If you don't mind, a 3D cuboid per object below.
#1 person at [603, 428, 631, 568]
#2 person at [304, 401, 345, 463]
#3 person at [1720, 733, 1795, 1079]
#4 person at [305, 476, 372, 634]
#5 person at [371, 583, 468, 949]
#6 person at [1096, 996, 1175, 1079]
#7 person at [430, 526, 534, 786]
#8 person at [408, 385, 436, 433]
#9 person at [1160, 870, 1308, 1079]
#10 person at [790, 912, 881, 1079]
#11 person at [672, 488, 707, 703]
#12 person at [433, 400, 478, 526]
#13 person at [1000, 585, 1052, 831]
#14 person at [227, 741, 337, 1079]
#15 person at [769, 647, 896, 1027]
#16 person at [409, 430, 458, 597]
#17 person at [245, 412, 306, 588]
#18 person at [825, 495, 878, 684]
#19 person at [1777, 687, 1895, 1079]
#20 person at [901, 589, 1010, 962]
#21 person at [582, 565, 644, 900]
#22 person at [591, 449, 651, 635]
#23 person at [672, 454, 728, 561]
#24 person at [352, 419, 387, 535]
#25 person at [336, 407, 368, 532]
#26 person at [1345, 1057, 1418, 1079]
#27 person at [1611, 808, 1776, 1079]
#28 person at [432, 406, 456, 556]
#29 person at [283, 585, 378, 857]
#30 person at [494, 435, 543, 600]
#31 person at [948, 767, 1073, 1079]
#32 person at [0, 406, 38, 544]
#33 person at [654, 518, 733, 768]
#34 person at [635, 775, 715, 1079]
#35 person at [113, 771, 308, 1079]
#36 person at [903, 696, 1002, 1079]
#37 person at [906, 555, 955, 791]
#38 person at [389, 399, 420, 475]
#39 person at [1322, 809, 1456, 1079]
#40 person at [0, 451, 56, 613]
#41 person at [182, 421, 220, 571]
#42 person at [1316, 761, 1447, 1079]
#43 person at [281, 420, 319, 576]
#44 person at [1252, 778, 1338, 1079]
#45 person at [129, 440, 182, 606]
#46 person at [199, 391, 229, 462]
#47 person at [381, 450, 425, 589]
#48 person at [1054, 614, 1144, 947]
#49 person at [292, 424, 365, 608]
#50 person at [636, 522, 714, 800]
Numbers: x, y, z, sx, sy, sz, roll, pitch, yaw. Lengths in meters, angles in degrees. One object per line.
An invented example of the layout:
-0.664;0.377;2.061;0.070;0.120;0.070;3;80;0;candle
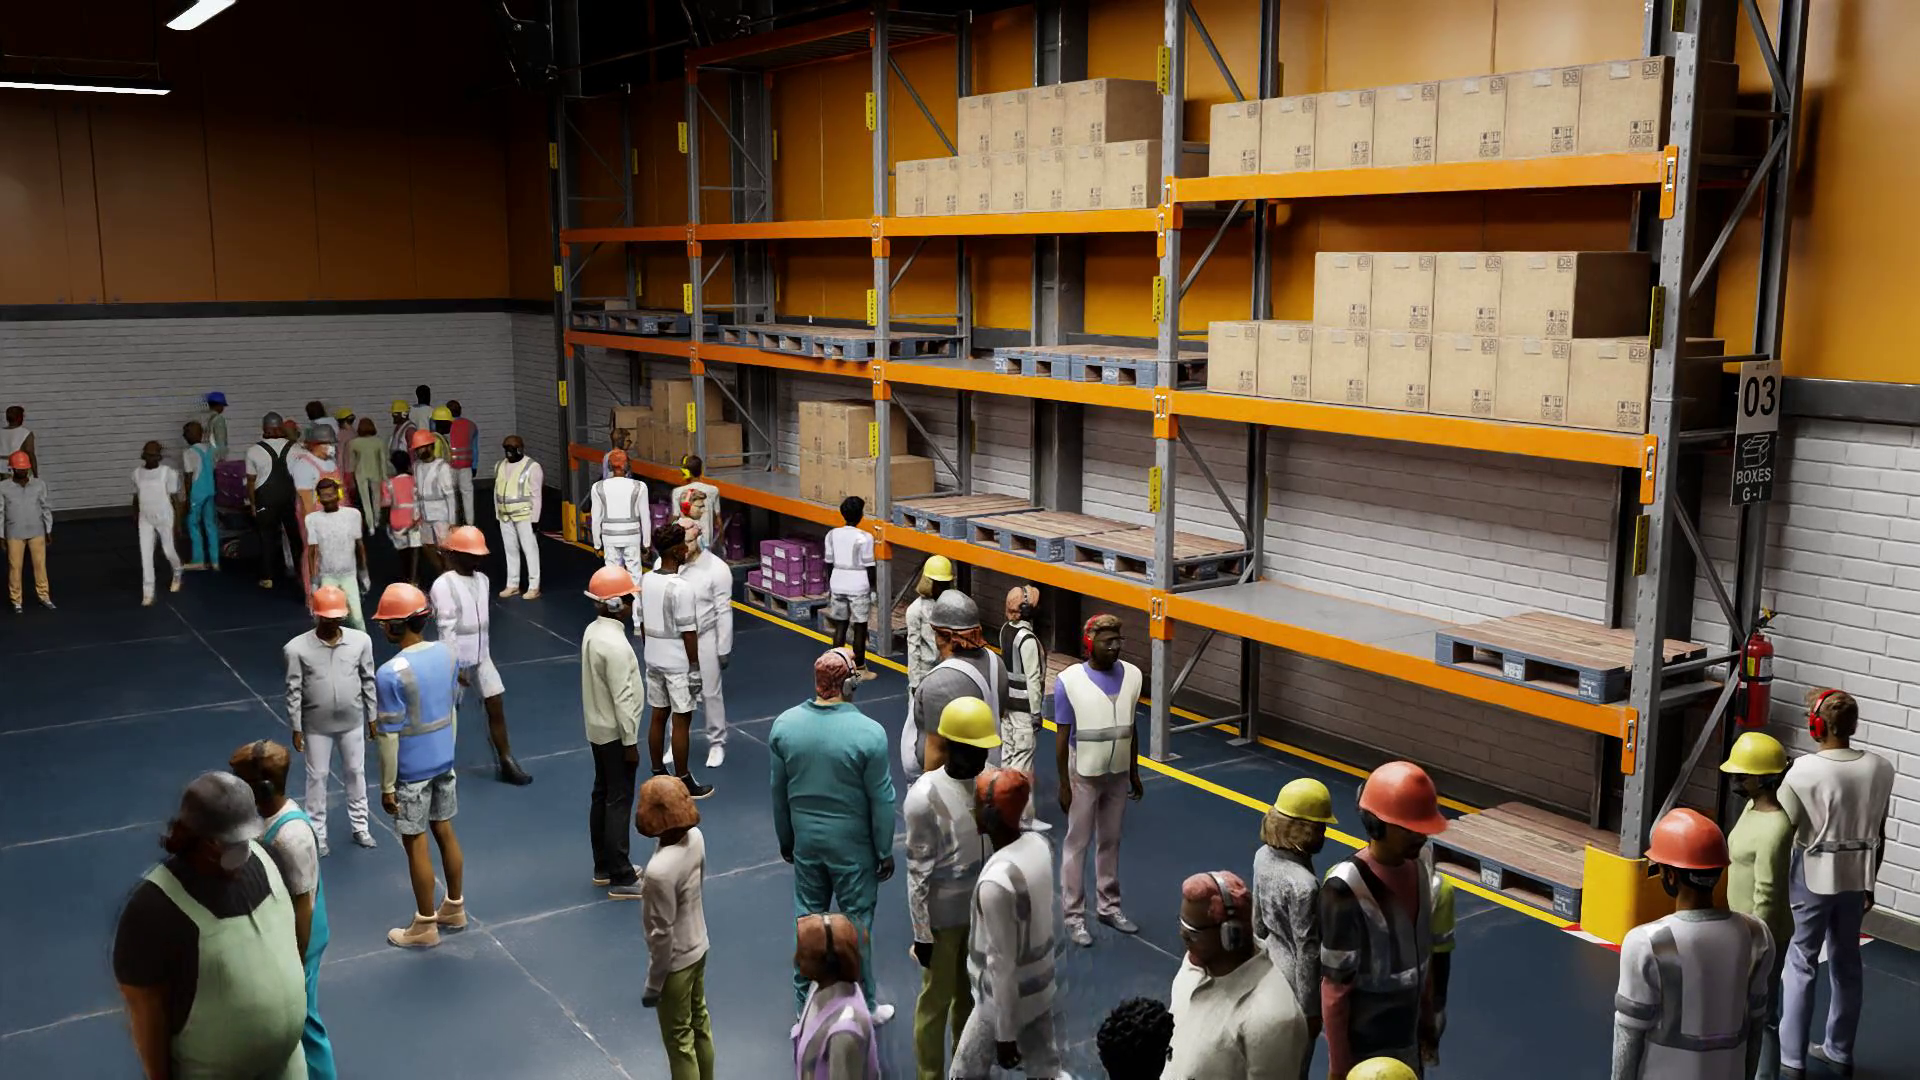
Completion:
-3.957;-0.389;19.313;0.355;1.834;0.524;-7;12;-35;person
-8.822;-1.025;23.158;0.495;1.808;0.655;4;11;25;person
3.455;1.699;7.273;0.341;1.760;0.525;3;10;17;person
-5.559;0.344;14.941;0.547;1.860;0.389;-4;10;-20;person
-3.009;1.238;9.193;0.404;2.035;0.602;4;10;22;person
0.486;2.150;4.834;0.320;1.694;0.536;-8;12;-39;person
-3.570;0.830;12.011;0.954;1.894;0.555;6;11;30;person
-7.933;-1.331;24.590;0.592;1.917;0.375;4;10;22;person
0.826;1.968;5.308;0.399;1.896;0.654;-3;10;-17;person
-0.375;2.040;5.678;0.434;1.628;0.519;-1;10;-7;person
-2.346;0.471;14.250;0.396;1.837;0.564;-2;10;-12;person
-6.972;-1.016;23.013;0.632;1.835;0.431;-7;12;-37;person
0.412;1.112;11.066;0.307;1.641;0.514;-3;10;-19;person
-2.826;1.727;6.904;0.403;1.837;0.533;-6;12;-33;person
-0.602;1.468;8.198;0.652;1.906;0.403;4;11;23;person
-5.765;-0.259;18.311;0.665;1.918;0.486;7;12;34;person
-7.903;-0.485;19.263;0.684;2.000;0.537;-6;11;-32;person
-0.974;0.440;14.848;0.559;1.694;0.324;7;12;36;person
3.990;1.596;7.650;0.562;1.838;0.388;-2;10;-10;person
-0.061;1.265;8.993;0.537;2.000;0.683;5;11;29;person
-2.044;1.134;9.890;0.375;1.997;0.612;-5;11;-29;person
-3.396;0.029;16.710;0.584;1.881;0.337;-1;10;-5;person
-2.586;0.073;16.539;0.610;1.856;0.351;-7;12;-34;person
-8.192;-0.892;22.998;0.498;1.574;0.910;-5;11;-27;person
-8.375;-0.952;22.902;0.461;1.737;0.544;4;10;21;person
1.076;2.199;4.412;0.320;1.738;0.483;-2;10;-14;person
2.486;1.874;5.758;0.543;1.929;0.386;-1;10;-8;person
-6.584;-0.744;21.161;0.409;1.918;0.584;-2;10;-14;person
-3.982;1.140;10.597;0.568;1.743;0.350;-6;12;-33;person
-4.939;-0.256;18.536;0.627;1.836;0.428;4;11;24;person
0.274;1.790;6.524;0.958;1.848;0.579;4;11;23;person
-12.503;-0.853;22.038;0.562;1.836;0.393;2;10;12;person
-2.003;0.769;12.377;0.649;1.901;0.399;4;10;20;person
-1.220;1.792;7.087;0.279;1.634;0.497;2;10;10;person
-2.678;1.773;6.012;0.656;2.000;0.696;4;11;24;person
0.009;1.614;7.301;0.397;1.920;0.586;8;13;40;person
-0.171;0.962;11.652;0.313;1.741;0.487;8;13;40;person
-7.761;-1.058;23.259;0.403;1.826;0.592;-7;12;-36;person
1.705;1.834;6.688;0.536;1.689;0.321;4;10;20;person
-10.022;-0.092;17.831;0.348;1.743;0.568;9;13;44;person
-9.215;-0.527;20.123;0.499;1.829;0.558;3;10;18;person
1.549;1.775;6.043;0.617;2.029;0.409;-9;13;-42;person
-7.940;-0.499;19.853;0.586;1.879;0.360;-4;11;-23;person
1.347;1.805;6.718;0.309;1.735;0.484;-2;10;-13;person
-8.877;-0.219;18.412;0.528;1.812;0.808;-2;10;-10;person
-10.462;-1.133;23.467;0.683;1.904;0.476;9;13;42;person
-6.188;-0.185;18.633;0.530;1.653;0.906;-2;10;-10;person
0.768;1.312;9.278;0.565;1.850;0.390;-6;11;-32;person
-6.815;-0.261;17.949;0.734;2.000;0.702;2;10;14;person
-2.011;0.848;11.659;0.607;1.966;0.367;9;13;44;person
